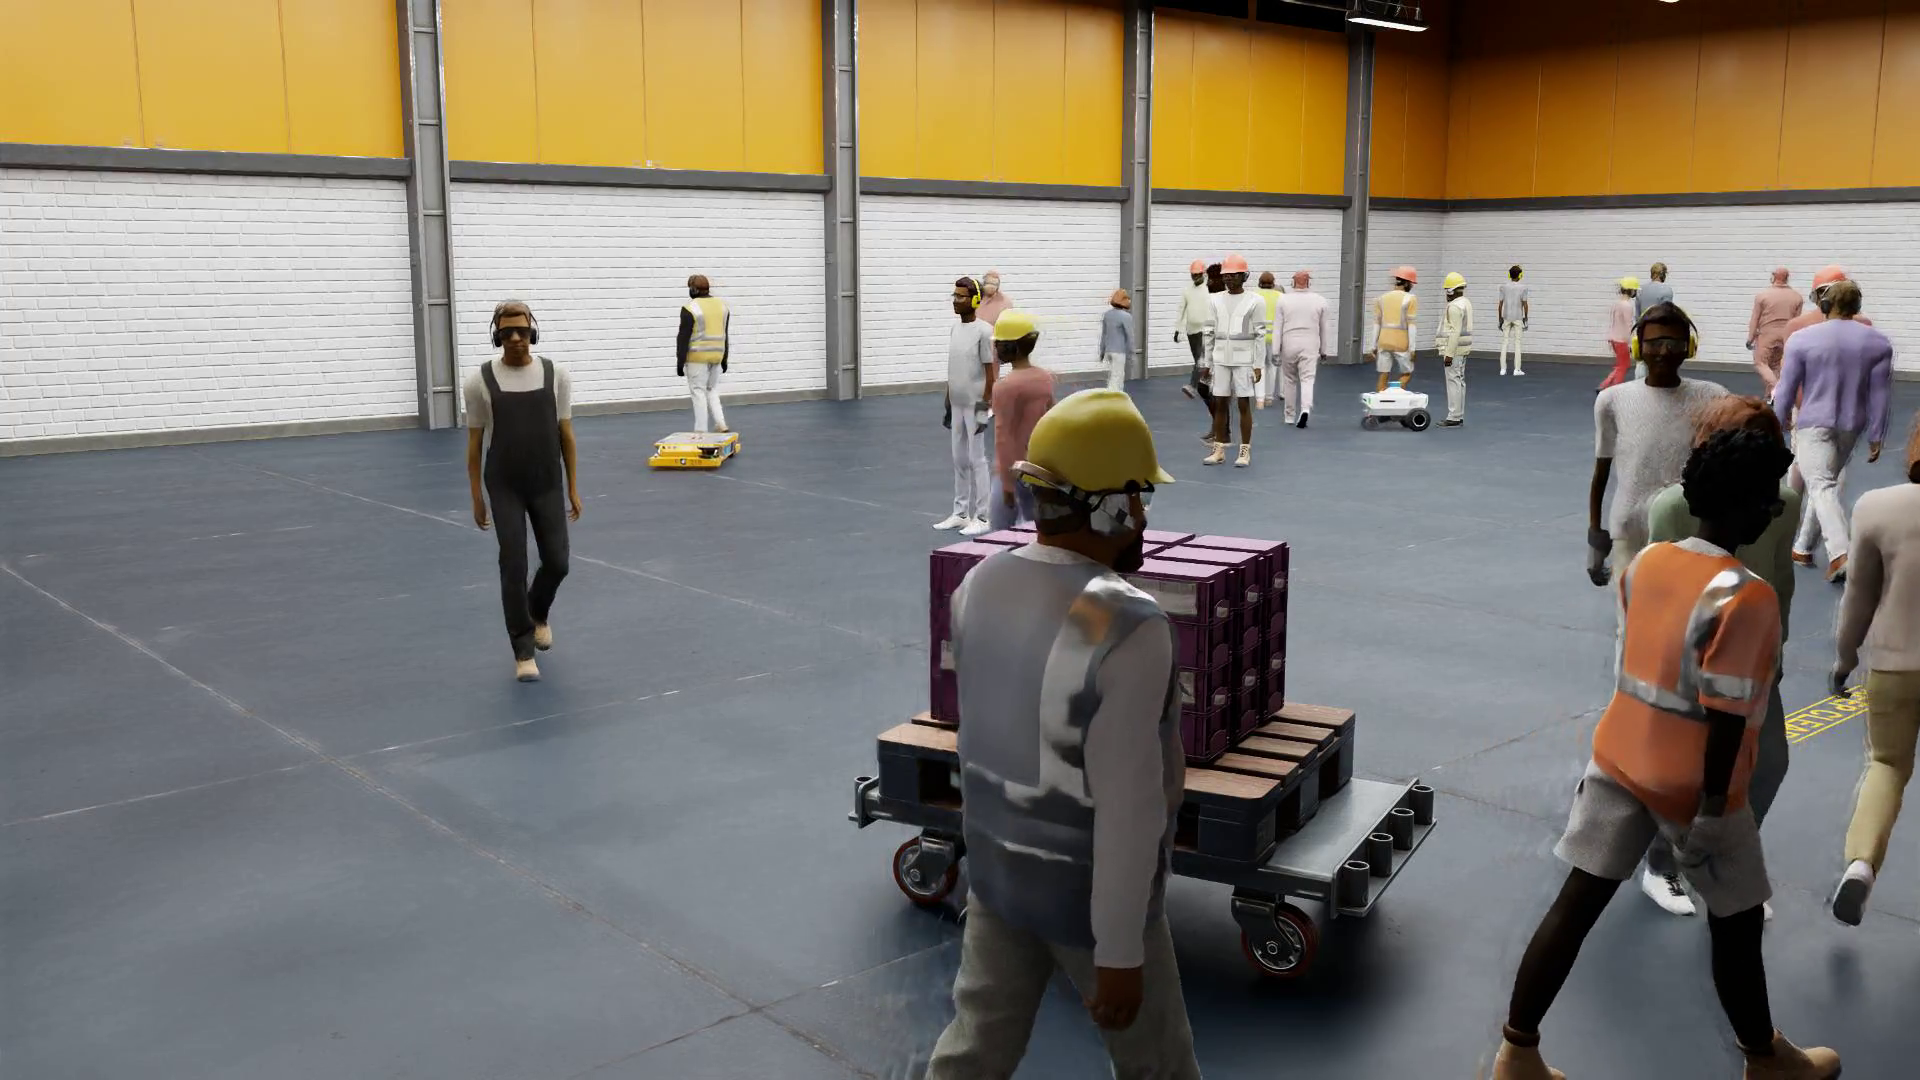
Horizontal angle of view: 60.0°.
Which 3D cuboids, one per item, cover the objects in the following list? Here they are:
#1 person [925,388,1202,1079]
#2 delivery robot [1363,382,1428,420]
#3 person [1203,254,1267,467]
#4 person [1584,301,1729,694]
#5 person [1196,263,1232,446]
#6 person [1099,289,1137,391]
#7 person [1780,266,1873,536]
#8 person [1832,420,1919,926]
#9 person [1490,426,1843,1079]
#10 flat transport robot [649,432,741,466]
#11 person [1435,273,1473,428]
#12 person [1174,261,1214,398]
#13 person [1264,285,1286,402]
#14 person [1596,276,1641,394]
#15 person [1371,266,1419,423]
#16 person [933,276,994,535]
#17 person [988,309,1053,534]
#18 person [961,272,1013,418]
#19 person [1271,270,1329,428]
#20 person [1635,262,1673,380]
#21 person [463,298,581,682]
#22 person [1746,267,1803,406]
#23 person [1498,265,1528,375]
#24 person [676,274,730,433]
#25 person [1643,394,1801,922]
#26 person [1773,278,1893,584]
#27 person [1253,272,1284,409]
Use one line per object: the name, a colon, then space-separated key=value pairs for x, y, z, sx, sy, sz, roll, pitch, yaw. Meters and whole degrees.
person: x=0.230 y=0.607 z=3.142 sx=0.922 sy=1.782 sz=0.616 roll=-7 pitch=12 yaw=-34
delivery robot: x=5.067 y=-1.600 z=19.376 sx=0.707 sy=0.478 sz=0.477 roll=0 pitch=10 yaw=2
person: x=2.622 y=-1.718 z=15.992 sx=0.614 sy=2.043 sz=0.374 roll=6 pitch=11 yaw=30
person: x=2.744 y=-0.011 z=6.547 sx=0.537 sy=1.857 sz=0.628 roll=3 pitch=10 yaw=18
person: x=2.696 y=-1.957 z=17.658 sx=0.505 sy=1.947 sz=0.619 roll=2 pitch=10 yaw=14
person: x=2.019 y=-2.307 z=20.672 sx=0.649 sy=1.608 sz=0.538 roll=-6 pitch=12 yaw=-33
person: x=6.339 y=-1.025 z=12.216 sx=0.633 sy=1.936 sz=1.041 roll=4 pitch=10 yaw=20
person: x=2.809 y=0.399 z=4.836 sx=0.558 sy=1.617 sz=0.499 roll=9 pitch=13 yaw=43
person: x=1.660 y=0.554 z=3.885 sx=0.908 sy=1.641 sz=0.538 roll=-2 pitch=10 yaw=-14
flat transport robot: x=-2.598 y=-0.904 z=16.407 sx=0.652 sy=0.197 sz=1.431 roll=0 pitch=10 yaw=1
person: x=5.813 y=-2.228 z=19.601 sx=0.404 sy=1.826 sz=0.600 roll=5 pitch=11 yaw=28
person: x=3.362 y=-3.015 z=23.862 sx=0.643 sy=1.938 sz=1.025 roll=6 pitch=12 yaw=33
person: x=4.427 y=-2.747 z=23.230 sx=0.540 sy=1.614 sz=0.674 roll=4 pitch=11 yaw=23
person: x=8.930 y=-2.668 z=22.409 sx=0.391 sy=1.753 sz=0.520 roll=1 pitch=10 yaw=7
person: x=5.251 y=-2.353 z=20.134 sx=0.658 sy=1.904 sz=0.443 roll=9 pitch=13 yaw=42
person: x=0.040 y=-0.975 z=12.132 sx=0.328 sy=1.877 sz=0.512 roll=-7 pitch=12 yaw=-37
person: x=0.387 y=-0.350 z=8.836 sx=0.666 sy=1.748 sz=0.520 roll=8 pitch=12 yaw=38
person: x=0.306 y=-2.373 z=20.466 sx=0.696 sy=1.839 sz=0.983 roll=1 pitch=10 yaw=6
person: x=4.033 y=-2.265 z=19.734 sx=0.675 sy=1.876 sz=0.887 roll=2 pitch=10 yaw=9
person: x=9.612 y=-2.866 z=23.021 sx=0.372 sy=1.940 sz=0.632 roll=-4 pitch=11 yaw=-23
person: x=-2.111 y=-0.251 z=8.031 sx=0.529 sy=1.826 sz=0.537 roll=-4 pitch=11 yaw=-24
person: x=10.940 y=-2.720 z=22.321 sx=0.658 sy=1.884 sz=0.705 roll=-1 pitch=10 yaw=-4
person: x=9.411 y=-3.732 z=28.293 sx=0.514 sy=1.872 sz=0.328 roll=6 pitch=11 yaw=32
person: x=-2.759 y=-1.932 z=17.843 sx=0.429 sy=1.831 sz=0.655 roll=8 pitch=13 yaw=39
person: x=2.294 y=0.371 z=5.005 sx=0.525 sy=1.618 sz=0.496 roll=-1 pitch=10 yaw=-8
person: x=5.493 y=-0.693 z=10.453 sx=0.642 sy=1.892 sz=1.031 roll=0 pitch=10 yaw=3
person: x=4.061 y=-2.679 z=22.305 sx=0.638 sy=1.796 sz=0.922 roll=1 pitch=10 yaw=4
